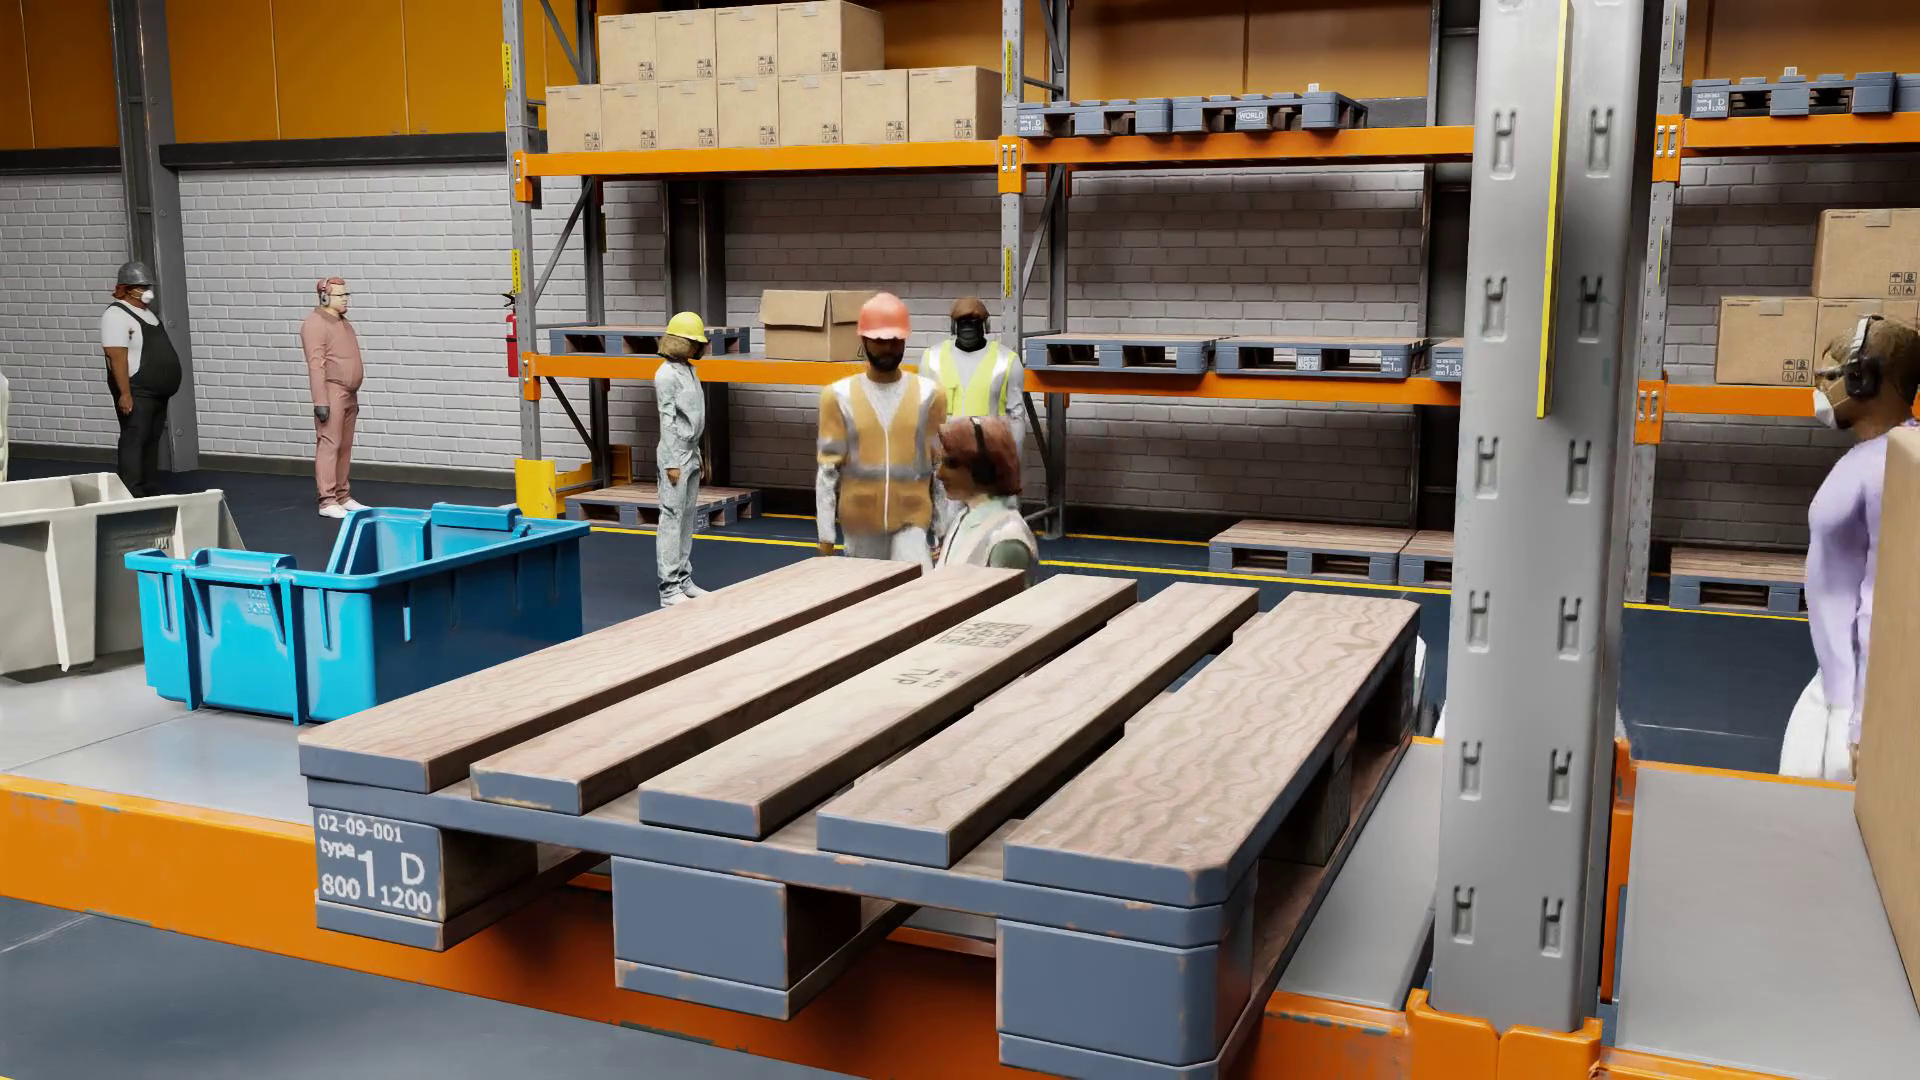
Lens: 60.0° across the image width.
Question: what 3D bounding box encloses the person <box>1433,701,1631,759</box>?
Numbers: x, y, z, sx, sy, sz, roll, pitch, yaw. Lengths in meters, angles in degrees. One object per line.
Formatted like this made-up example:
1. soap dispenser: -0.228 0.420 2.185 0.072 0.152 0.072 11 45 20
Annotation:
1. person: 2.007 0.169 5.843 0.628 1.795 0.956 -9 13 -42

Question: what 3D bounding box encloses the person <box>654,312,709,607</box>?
1. person: -1.617 -0.470 9.804 0.311 1.735 0.484 2 10 9

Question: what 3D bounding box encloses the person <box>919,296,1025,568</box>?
1. person: 0.055 -0.463 9.482 0.626 1.836 0.429 2 10 9

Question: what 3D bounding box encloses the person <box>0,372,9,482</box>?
1. person: -5.020 -0.275 8.339 0.404 1.830 0.603 1 10 6

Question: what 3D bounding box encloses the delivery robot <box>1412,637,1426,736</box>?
1. delivery robot: 1.741 0.557 6.895 0.477 0.478 0.707 3 10 18

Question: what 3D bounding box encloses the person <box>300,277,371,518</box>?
1. person: -4.957 -1.134 13.265 0.403 1.906 0.651 0 9 2

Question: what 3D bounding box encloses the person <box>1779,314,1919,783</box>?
1. person: 2.355 0.404 4.093 0.806 1.905 0.645 4 10 21

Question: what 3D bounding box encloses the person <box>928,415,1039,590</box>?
1. person: 0.144 0.455 4.626 0.597 1.621 0.518 -3 10 -15

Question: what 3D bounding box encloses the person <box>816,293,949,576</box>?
1. person: -0.315 -0.075 6.969 0.568 1.884 1.006 -1 10 -4

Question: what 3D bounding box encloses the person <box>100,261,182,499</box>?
1. person: -6.578 -1.231 13.447 0.536 2.000 0.688 -1 9 -3
